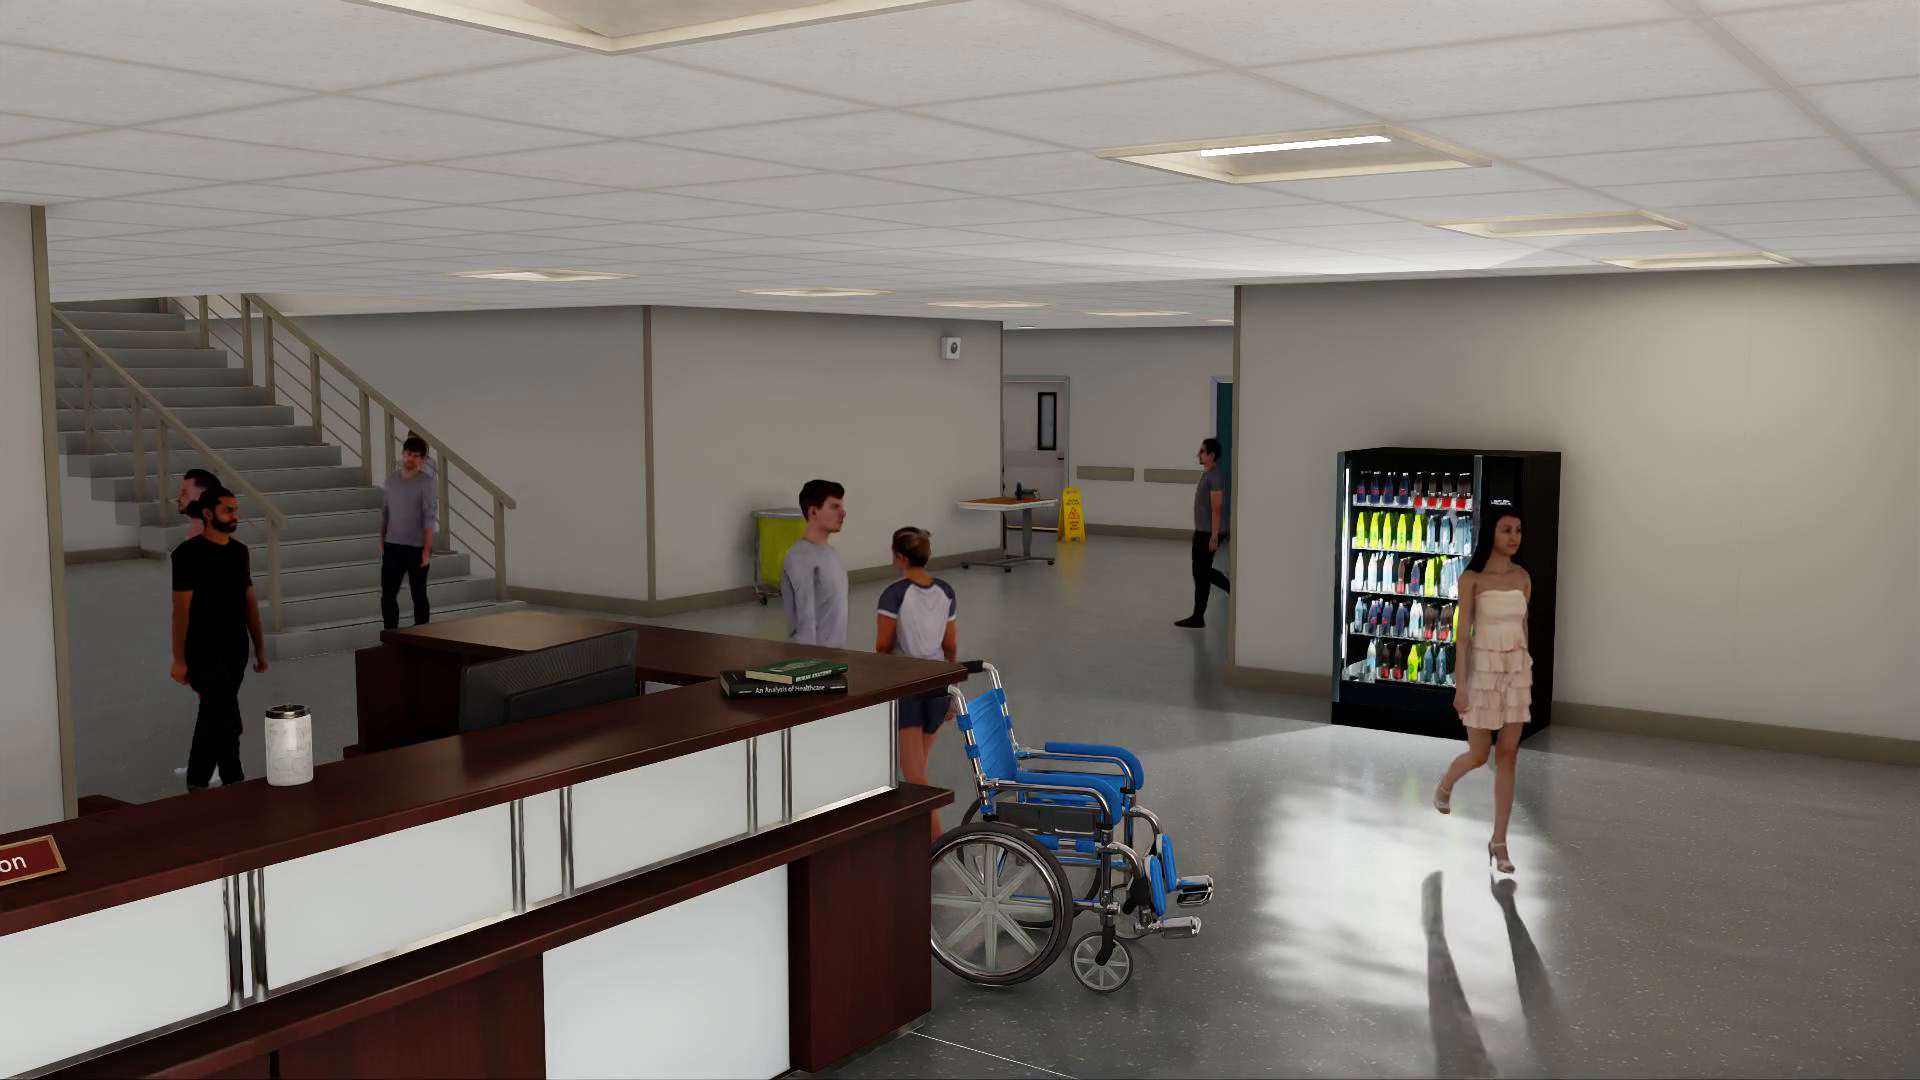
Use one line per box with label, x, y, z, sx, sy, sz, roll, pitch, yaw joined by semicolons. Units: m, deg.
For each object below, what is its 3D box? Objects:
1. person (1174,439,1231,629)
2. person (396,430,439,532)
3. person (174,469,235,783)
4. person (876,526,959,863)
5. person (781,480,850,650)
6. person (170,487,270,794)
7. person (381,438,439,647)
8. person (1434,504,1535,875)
person;2.359;-0.052;15.296;1.074;1.737;0.973;0;6;-5
person;-5.593;-0.273;17.193;0.551;1.796;0.617;5;8;43
person;-4.387;0.499;9.705;0.749;1.845;0.561;-5;8;-43
person;-0.175;0.770;7.929;0.842;1.574;1.107;-3;7;-30
person;-0.771;0.638;7.984;0.992;1.827;0.750;2;6;21
person;-4.002;0.603;8.774;0.941;1.738;0.802;2;6;16
person;-4.548;0.068;13.731;0.729;1.810;0.872;3;6;25
person;2.498;0.694;7.953;0.899;1.722;0.989;-2;6;-16
